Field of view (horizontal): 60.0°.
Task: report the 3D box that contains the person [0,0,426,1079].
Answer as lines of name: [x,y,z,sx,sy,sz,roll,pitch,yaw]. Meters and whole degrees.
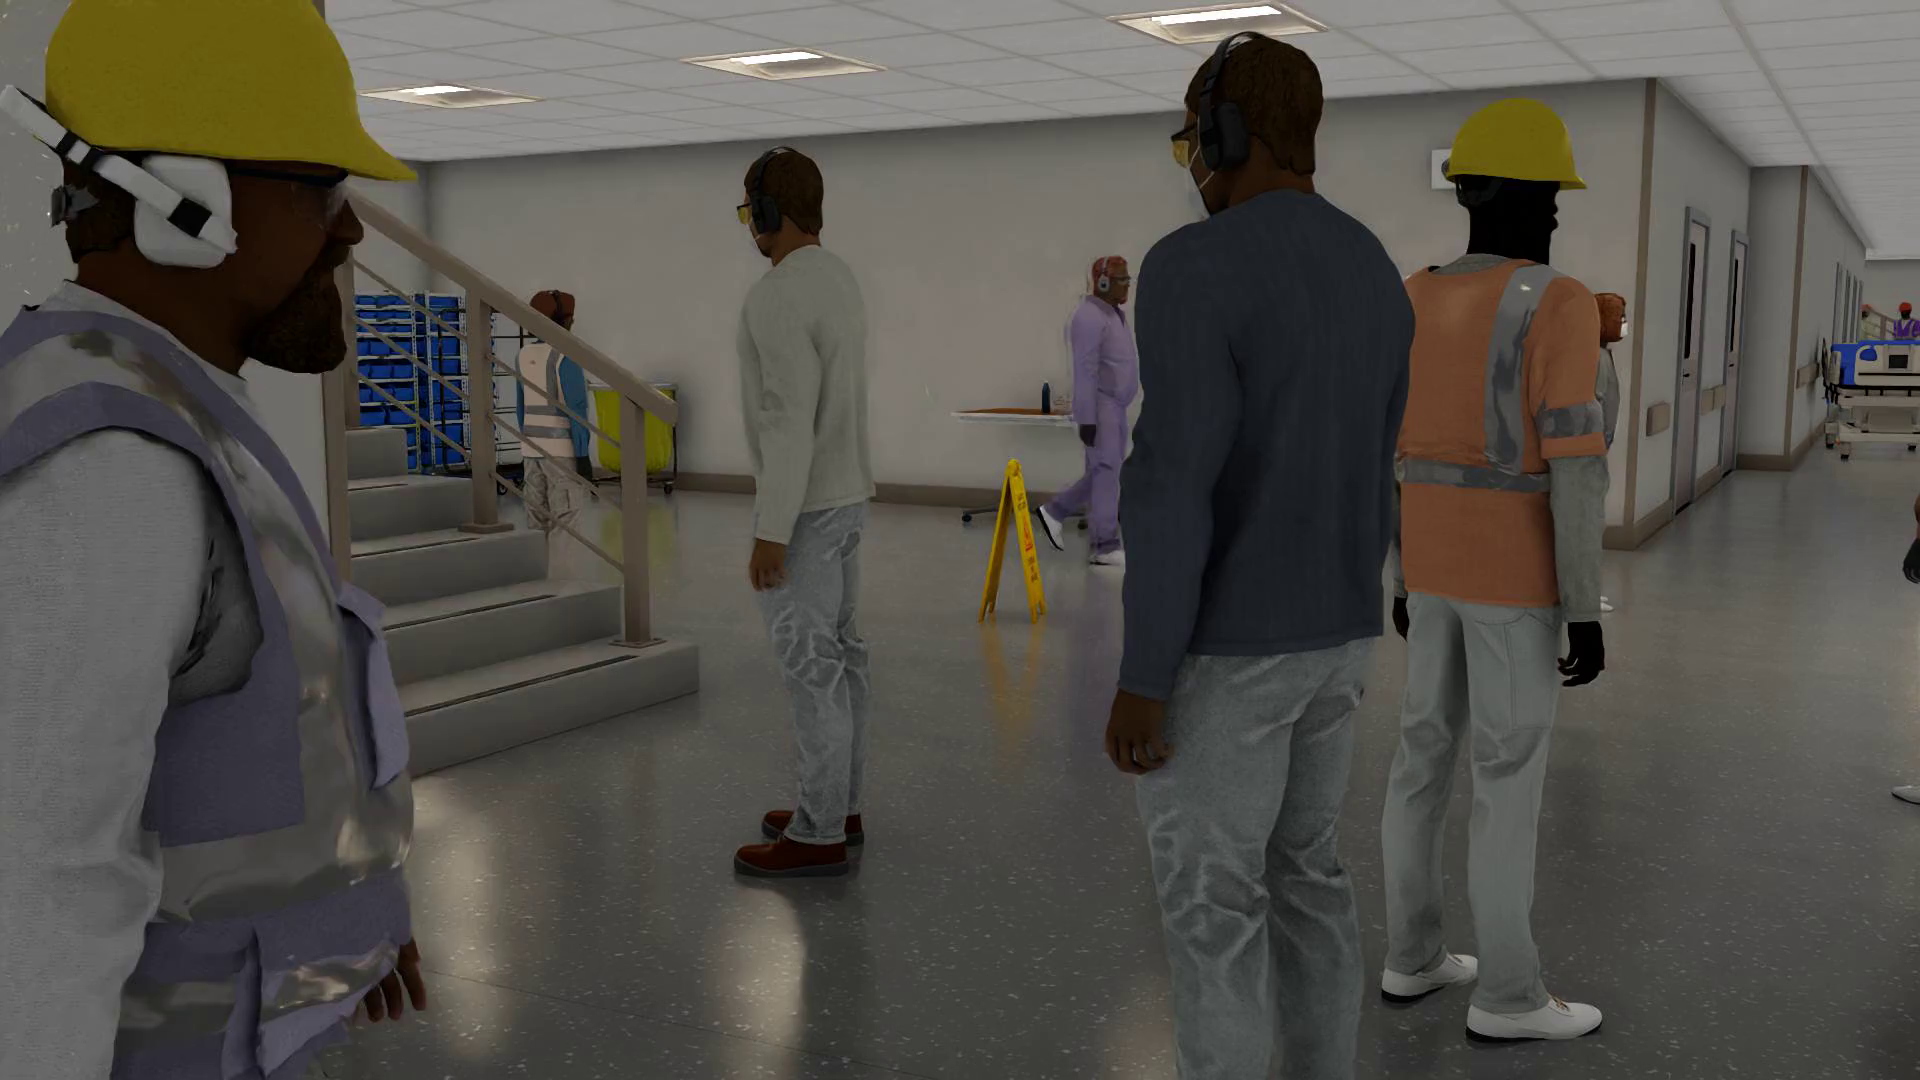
person: [-0.680,0.403,1.476,0.981,1.777,0.588,-4,8,-29]

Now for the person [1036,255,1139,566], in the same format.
person: [0.802,-0.783,10.171,0.667,1.891,0.656,3,8,21]

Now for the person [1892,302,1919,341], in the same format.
person: [19.894,-4.040,35.040,0.375,1.934,0.551,-5,9,-32]

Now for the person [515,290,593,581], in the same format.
person: [-1.986,-0.401,8.162,0.513,1.642,0.311,7,10,42]

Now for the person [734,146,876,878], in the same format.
person: [-0.424,-0.066,4.461,0.379,1.937,0.629,1,8,11]

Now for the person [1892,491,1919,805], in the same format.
person: [3.087,0.008,5.026,0.523,1.638,0.310,-2,8,-18]

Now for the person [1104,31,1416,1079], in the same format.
person: [0.472,0.177,2.646,0.386,1.927,0.636,7,10,43]

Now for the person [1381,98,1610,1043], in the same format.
person: [1.101,0.068,3.465,0.364,1.927,0.587,-4,8,-28]
